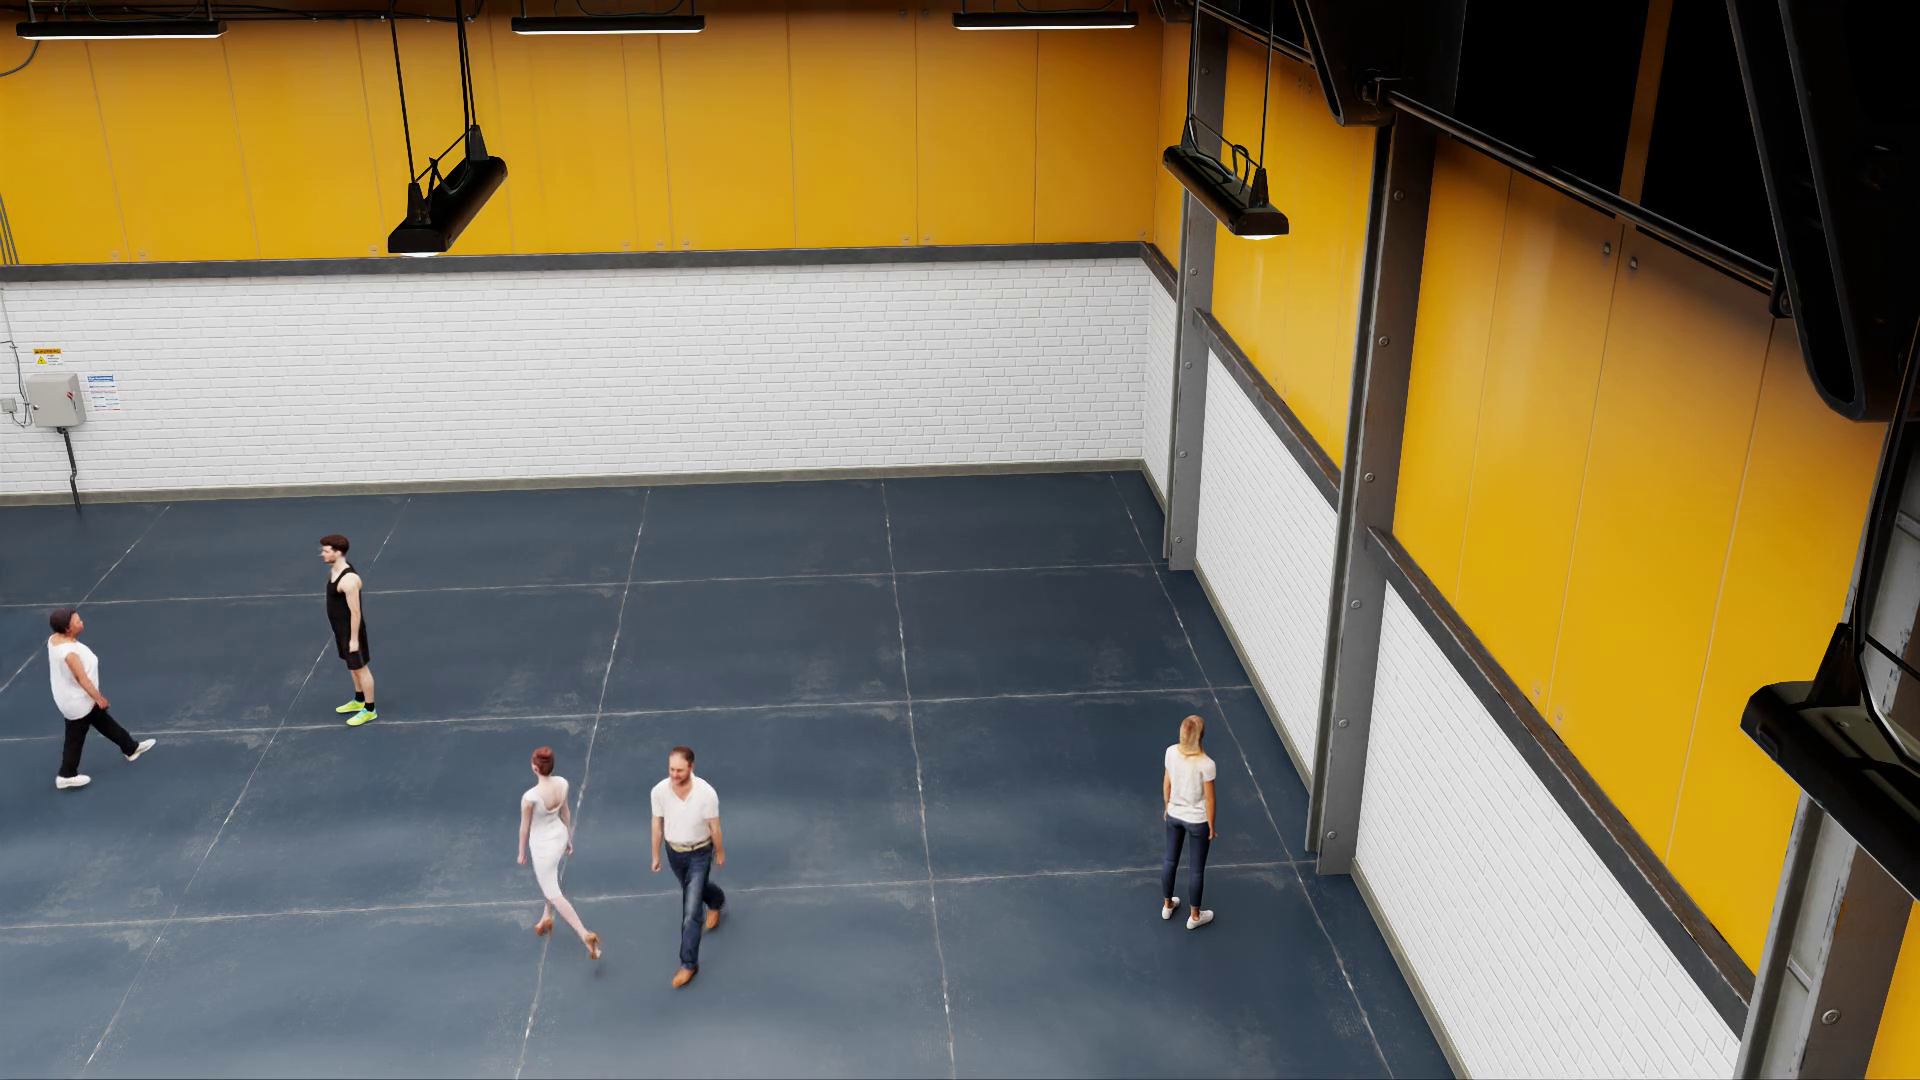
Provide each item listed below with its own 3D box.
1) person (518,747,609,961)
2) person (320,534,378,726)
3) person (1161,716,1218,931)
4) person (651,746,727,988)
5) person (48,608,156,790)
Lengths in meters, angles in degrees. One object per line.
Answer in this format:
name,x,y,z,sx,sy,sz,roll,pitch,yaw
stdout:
person,-2.987,2.348,12.301,1.056,1.766,1.051,16,28,32
person,-5.747,0.819,15.641,0.827,1.892,0.717,-17,29,-33
person,1.743,2.143,12.717,0.664,1.809,0.715,17,29,34
person,-1.965,2.282,12.389,1.015,1.817,1.338,8,25,17
person,-7.798,1.409,14.599,1.075,1.647,1.142,-16,28,-33
